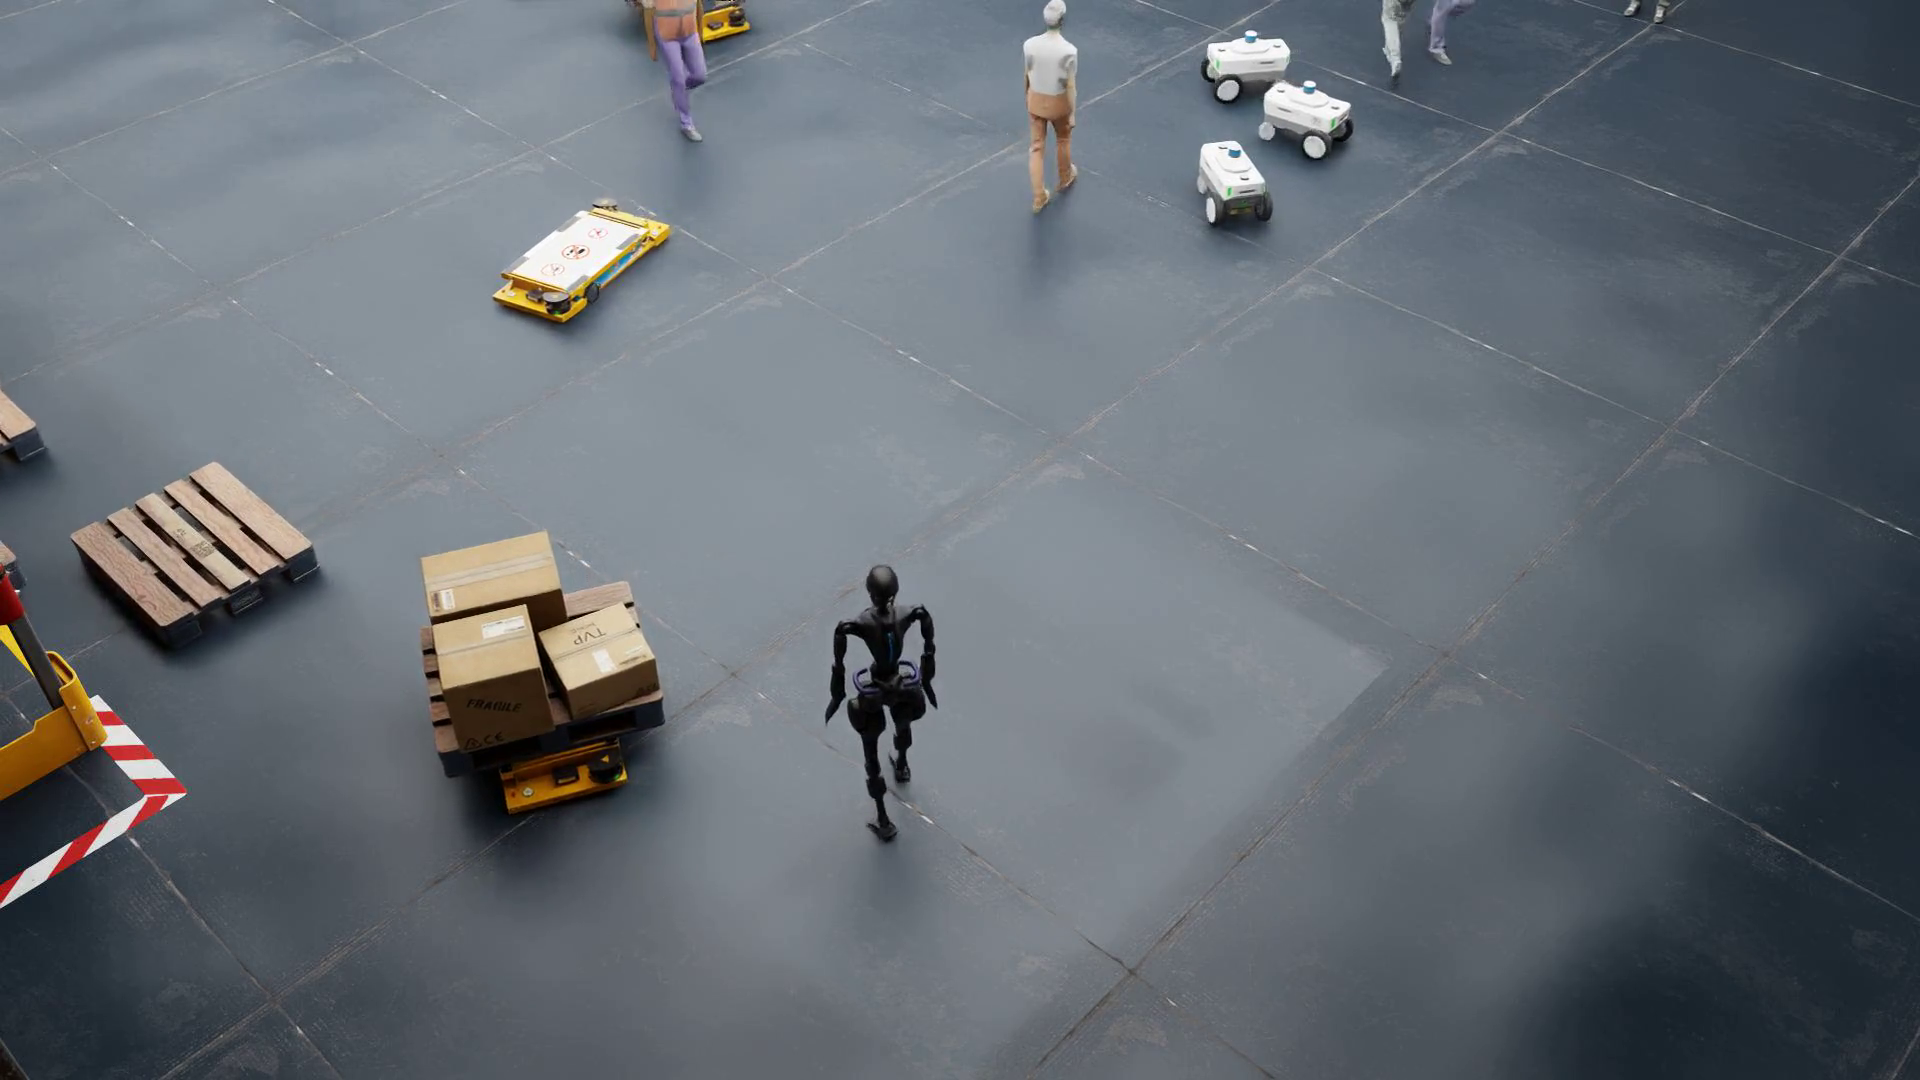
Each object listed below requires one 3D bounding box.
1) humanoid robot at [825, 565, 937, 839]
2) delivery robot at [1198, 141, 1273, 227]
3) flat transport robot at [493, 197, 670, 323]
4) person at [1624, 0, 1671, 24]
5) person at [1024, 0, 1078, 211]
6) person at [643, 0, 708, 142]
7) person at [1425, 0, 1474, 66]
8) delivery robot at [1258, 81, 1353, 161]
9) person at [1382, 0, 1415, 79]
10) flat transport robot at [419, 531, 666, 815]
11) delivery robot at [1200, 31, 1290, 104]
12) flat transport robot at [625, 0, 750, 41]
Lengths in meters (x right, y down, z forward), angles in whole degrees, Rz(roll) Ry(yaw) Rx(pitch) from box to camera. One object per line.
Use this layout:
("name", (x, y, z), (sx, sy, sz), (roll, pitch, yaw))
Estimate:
("humanoid robot", (-0.408, 0.799, 8.609), (0.601, 1.643, 0.619), (-13, 43, -14))
("delivery robot", (2.214, -2.951, 13.582), (0.499, 0.580, 0.756), (-9, 43, -10))
("flat transport robot", (-2.938, -2.194, 12.964), (0.659, 0.231, 1.431), (19, 45, 20))
("person", (6.787, -5.894, 15.911), (0.568, 1.831, 0.408), (19, 45, 20))
("person", (0.750, -3.552, 13.386), (0.473, 1.720, 0.746), (12, 43, 13))
("person", (-2.429, -4.311, 14.152), (0.569, 1.829, 0.493), (-28, 49, -28))
("person", (4.522, -5.284, 15.233), (0.567, 1.824, 0.439), (-24, 47, -24))
("delivery robot", (3.005, -3.659, 14.391), (0.807, 0.609, 0.499), (26, 48, 26))
("person", (4.048, -5.055, 15.067), (0.491, 1.714, 0.750), (-1, 42, -2))
("flat transport robot", (-2.361, 0.912, 9.512), (0.659, 0.231, 1.431), (-13, 44, -14))
("delivery robot", (2.593, -4.323, 15.116), (0.774, 0.592, 0.499), (-6, 42, -7))
("flat transport robot", (-2.698, -5.289, 16.405), (0.659, 0.231, 1.431), (-24, 47, -24))
